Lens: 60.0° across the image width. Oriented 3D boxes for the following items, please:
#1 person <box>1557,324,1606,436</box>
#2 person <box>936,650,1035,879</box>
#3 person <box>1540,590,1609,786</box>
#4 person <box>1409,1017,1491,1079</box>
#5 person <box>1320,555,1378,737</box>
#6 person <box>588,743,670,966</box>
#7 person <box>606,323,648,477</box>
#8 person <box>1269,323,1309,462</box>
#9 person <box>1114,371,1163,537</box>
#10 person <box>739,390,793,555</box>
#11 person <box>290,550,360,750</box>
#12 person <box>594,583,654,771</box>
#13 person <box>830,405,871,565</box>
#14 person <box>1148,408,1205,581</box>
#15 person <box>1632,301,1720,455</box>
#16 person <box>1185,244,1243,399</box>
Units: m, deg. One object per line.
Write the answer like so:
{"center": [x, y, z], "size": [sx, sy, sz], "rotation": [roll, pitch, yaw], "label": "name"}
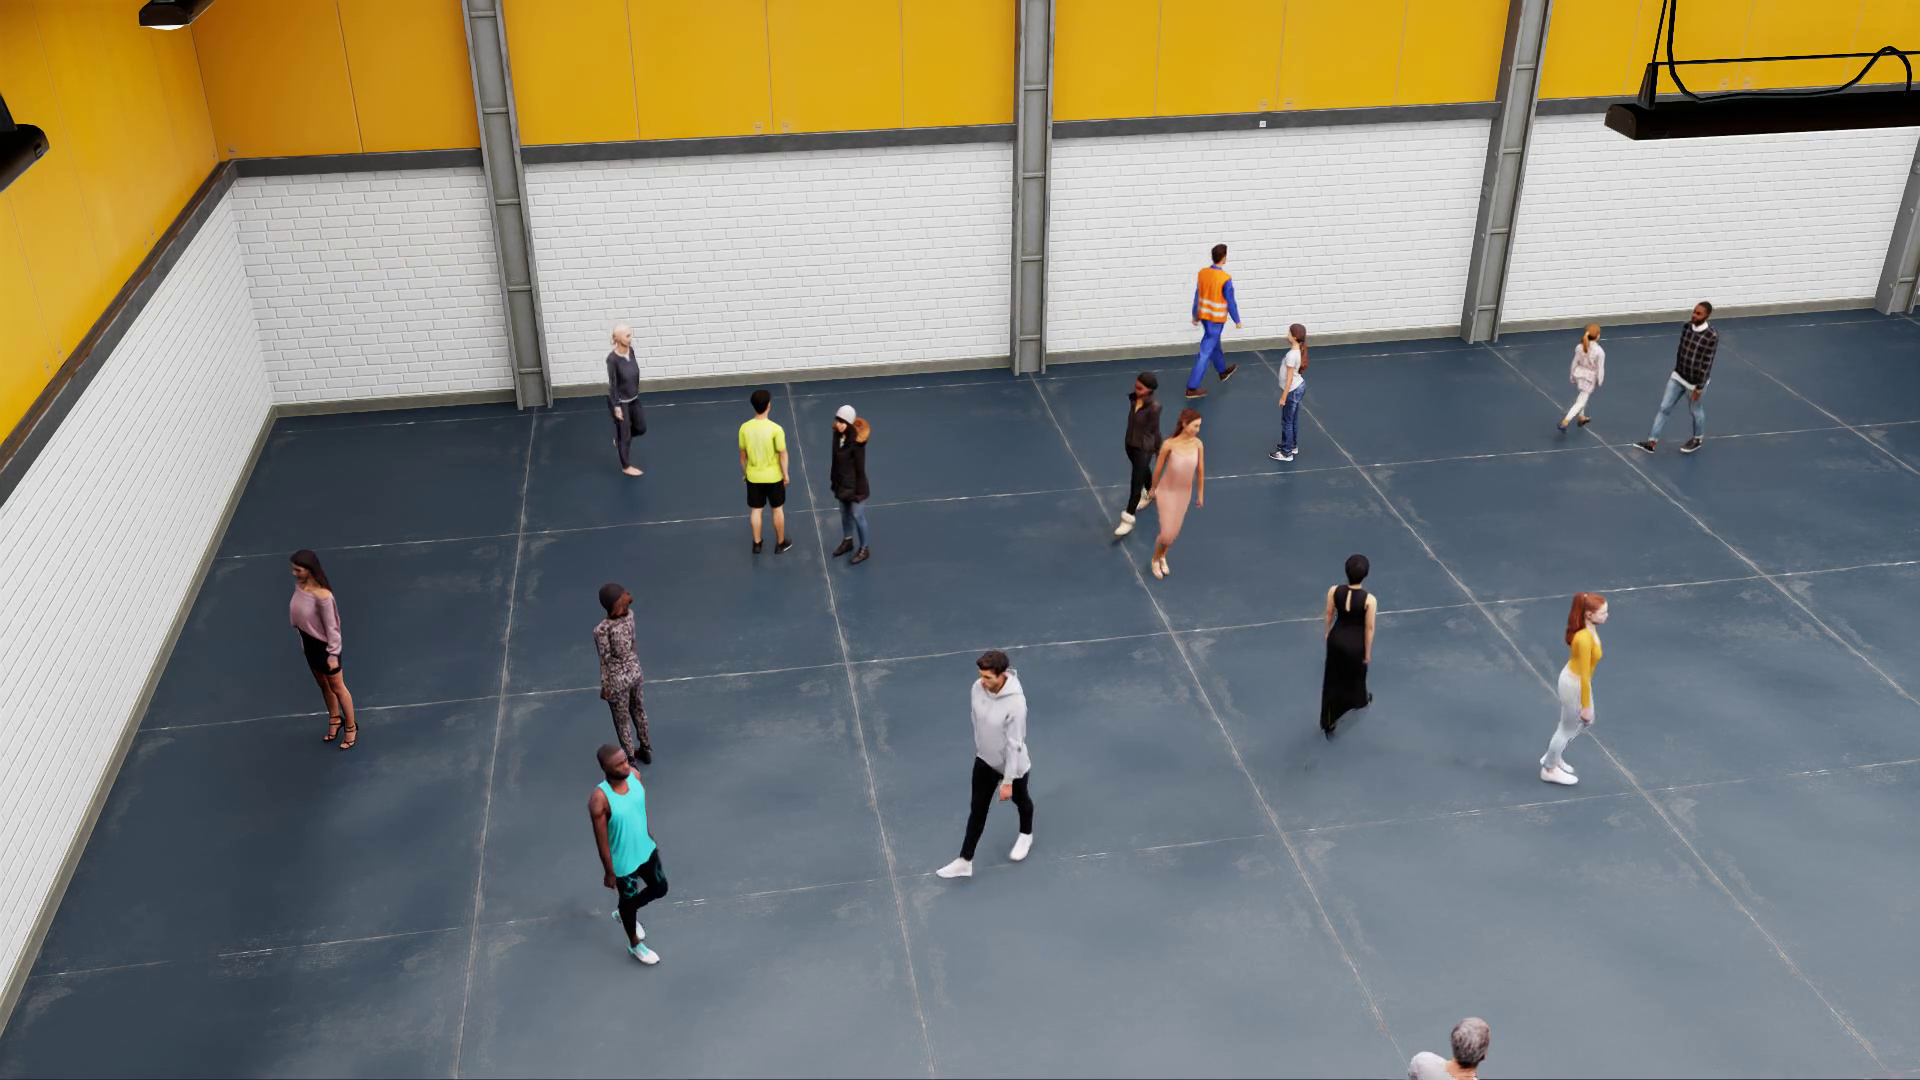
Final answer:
{"center": [7.035, -1.802, 18.813], "size": [1.003, 1.288, 0.759], "rotation": [-17, 33, -28], "label": "person"}
{"center": [0.369, 1.553, 12.049], "size": [1.125, 1.876, 1.238], "rotation": [20, 34, 32], "label": "person"}
{"center": [4.688, 1.153, 12.925], "size": [0.722, 1.739, 0.702], "rotation": [8, 30, 15], "label": "person"}
{"center": [2.517, 3.328, 8.865], "size": [1.006, 1.808, 0.921], "rotation": [-20, 35, -33], "label": "person"}
{"center": [3.115, 0.907, 13.550], "size": [0.962, 1.572, 1.003], "rotation": [17, 33, 29], "label": "person"}
{"center": [-2.292, 2.076, 11.170], "size": [0.872, 1.800, 0.813], "rotation": [18, 33, 29], "label": "person"}
{"center": [-3.677, -1.539, 17.891], "size": [0.899, 1.711, 0.838], "rotation": [16, 33, 27], "label": "person"}
{"center": [3.637, -1.642, 18.234], "size": [0.668, 1.563, 0.622], "rotation": [15, 32, 25], "label": "person"}
{"center": [1.714, -0.885, 16.747], "size": [1.221, 1.657, 0.987], "rotation": [-15, 32, -25], "label": "person"}
{"center": [-1.911, -0.661, 16.283], "size": [0.566, 1.708, 0.743], "rotation": [4, 29, 7], "label": "person"}
{"center": [-5.115, 0.872, 13.366], "size": [0.685, 1.811, 0.741], "rotation": [19, 34, 31], "label": "person"}
{"center": [-2.651, 1.088, 13.071], "size": [0.733, 1.713, 0.678], "rotation": [17, 33, 28], "label": "person"}
{"center": [-1.058, -0.560, 16.178], "size": [0.729, 1.631, 0.768], "rotation": [24, 37, 37], "label": "person"}
{"center": [1.990, -0.455, 15.812], "size": [0.656, 1.797, 0.722], "rotation": [-4, 29, -8], "label": "person"}
{"center": [8.083, -1.761, 18.233], "size": [1.249, 1.772, 0.930], "rotation": [-13, 31, -23], "label": "person"}
{"center": [2.915, -2.536, 19.612], "size": [1.292, 1.811, 1.040], "rotation": [-18, 33, -30], "label": "person"}
